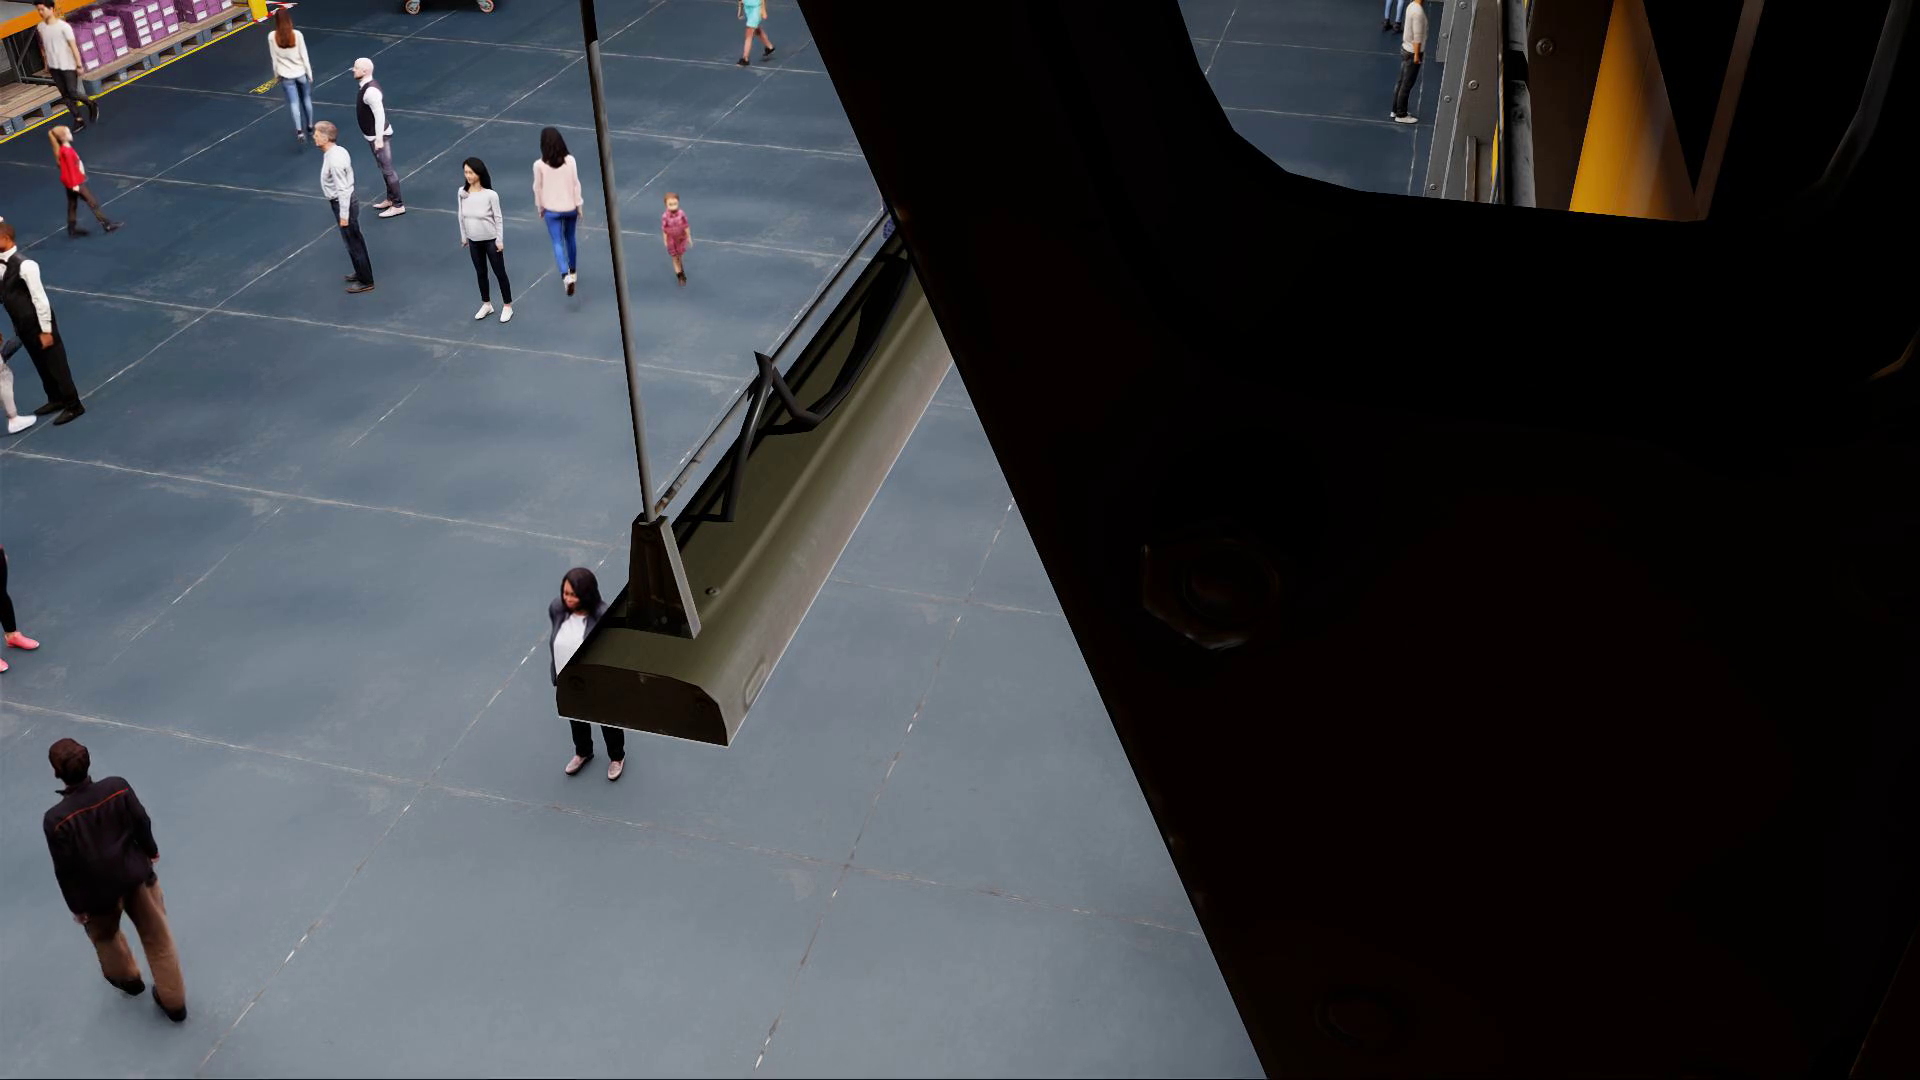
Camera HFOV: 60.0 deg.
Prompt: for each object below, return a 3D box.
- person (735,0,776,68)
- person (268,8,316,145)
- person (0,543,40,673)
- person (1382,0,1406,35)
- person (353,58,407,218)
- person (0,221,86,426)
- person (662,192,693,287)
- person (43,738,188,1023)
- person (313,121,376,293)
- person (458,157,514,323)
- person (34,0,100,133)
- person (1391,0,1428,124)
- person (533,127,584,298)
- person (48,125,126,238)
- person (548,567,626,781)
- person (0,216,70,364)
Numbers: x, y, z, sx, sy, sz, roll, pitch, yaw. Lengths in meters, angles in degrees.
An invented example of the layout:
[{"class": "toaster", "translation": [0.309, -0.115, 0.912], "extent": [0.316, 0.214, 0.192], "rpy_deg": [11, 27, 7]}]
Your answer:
[{"class": "person", "translation": [-2.906, -7.584, 23.787], "extent": [0.853, 1.519, 1.137], "rpy_deg": [25, 41, 32]}, {"class": "person", "translation": [-8.426, -5.832, 21.022], "extent": [0.966, 1.663, 1.170], "rpy_deg": [-9, 35, -13]}, {"class": "person", "translation": [-7.108, 0.150, 11.995], "extent": [0.670, 1.693, 0.498], "rpy_deg": [12, 35, 17]}, {"class": "person", "translation": [6.630, -8.529, 25.028], "extent": [0.714, 1.719, 0.669], "rpy_deg": [-21, 39, -28]}, {"class": "person", "translation": [-6.672, -4.625, 19.061], "extent": [0.839, 1.823, 0.764], "rpy_deg": [-15, 37, -22]}, {"class": "person", "translation": [-8.340, -1.978, 14.993], "extent": [0.772, 1.918, 0.738], "rpy_deg": [23, 40, 31]}, {"class": "person", "translation": [-3.019, -3.239, 17.719], "extent": [0.664, 1.000, 0.781], "rpy_deg": [-11, 35, -17]}, {"class": "person", "translation": [-4.598, 1.934, 9.121], "extent": [0.997, 1.902, 0.989], "rpy_deg": [26, 41, 33]}, {"class": "person", "translation": [-6.428, -3.489, 17.356], "extent": [0.800, 1.819, 0.684], "rpy_deg": [-10, 35, -14]}, {"class": "person", "translation": [-4.796, -3.042, 16.790], "extent": [0.614, 1.701, 0.552], "rpy_deg": [7, 34, 10]}, {"class": "person", "translation": [-11.539, -6.159, 21.471], "extent": [0.619, 1.710, 0.716], "rpy_deg": [9, 35, 13]}, {"class": "person", "translation": [5.889, -6.387, 21.722], "extent": [0.769, 1.812, 0.580], "rpy_deg": [0, 34, 0]}, {"class": "person", "translation": [-4.135, -3.370, 17.248], "extent": [1.007, 1.740, 1.175], "rpy_deg": [-10, 35, -15]}, {"class": "person", "translation": [-9.979, -3.990, 18.616], "extent": [0.877, 1.258, 0.795], "rpy_deg": [-20, 39, -27]}, {"class": "person", "translation": [-2.459, 0.877, 10.987], "extent": [0.660, 1.598, 0.644], "rpy_deg": [7, 34, 11]}, {"class": "person", "translation": [-8.975, -2.253, 15.643], "extent": [0.855, 1.658, 1.075], "rpy_deg": [26, 42, 33]}]
